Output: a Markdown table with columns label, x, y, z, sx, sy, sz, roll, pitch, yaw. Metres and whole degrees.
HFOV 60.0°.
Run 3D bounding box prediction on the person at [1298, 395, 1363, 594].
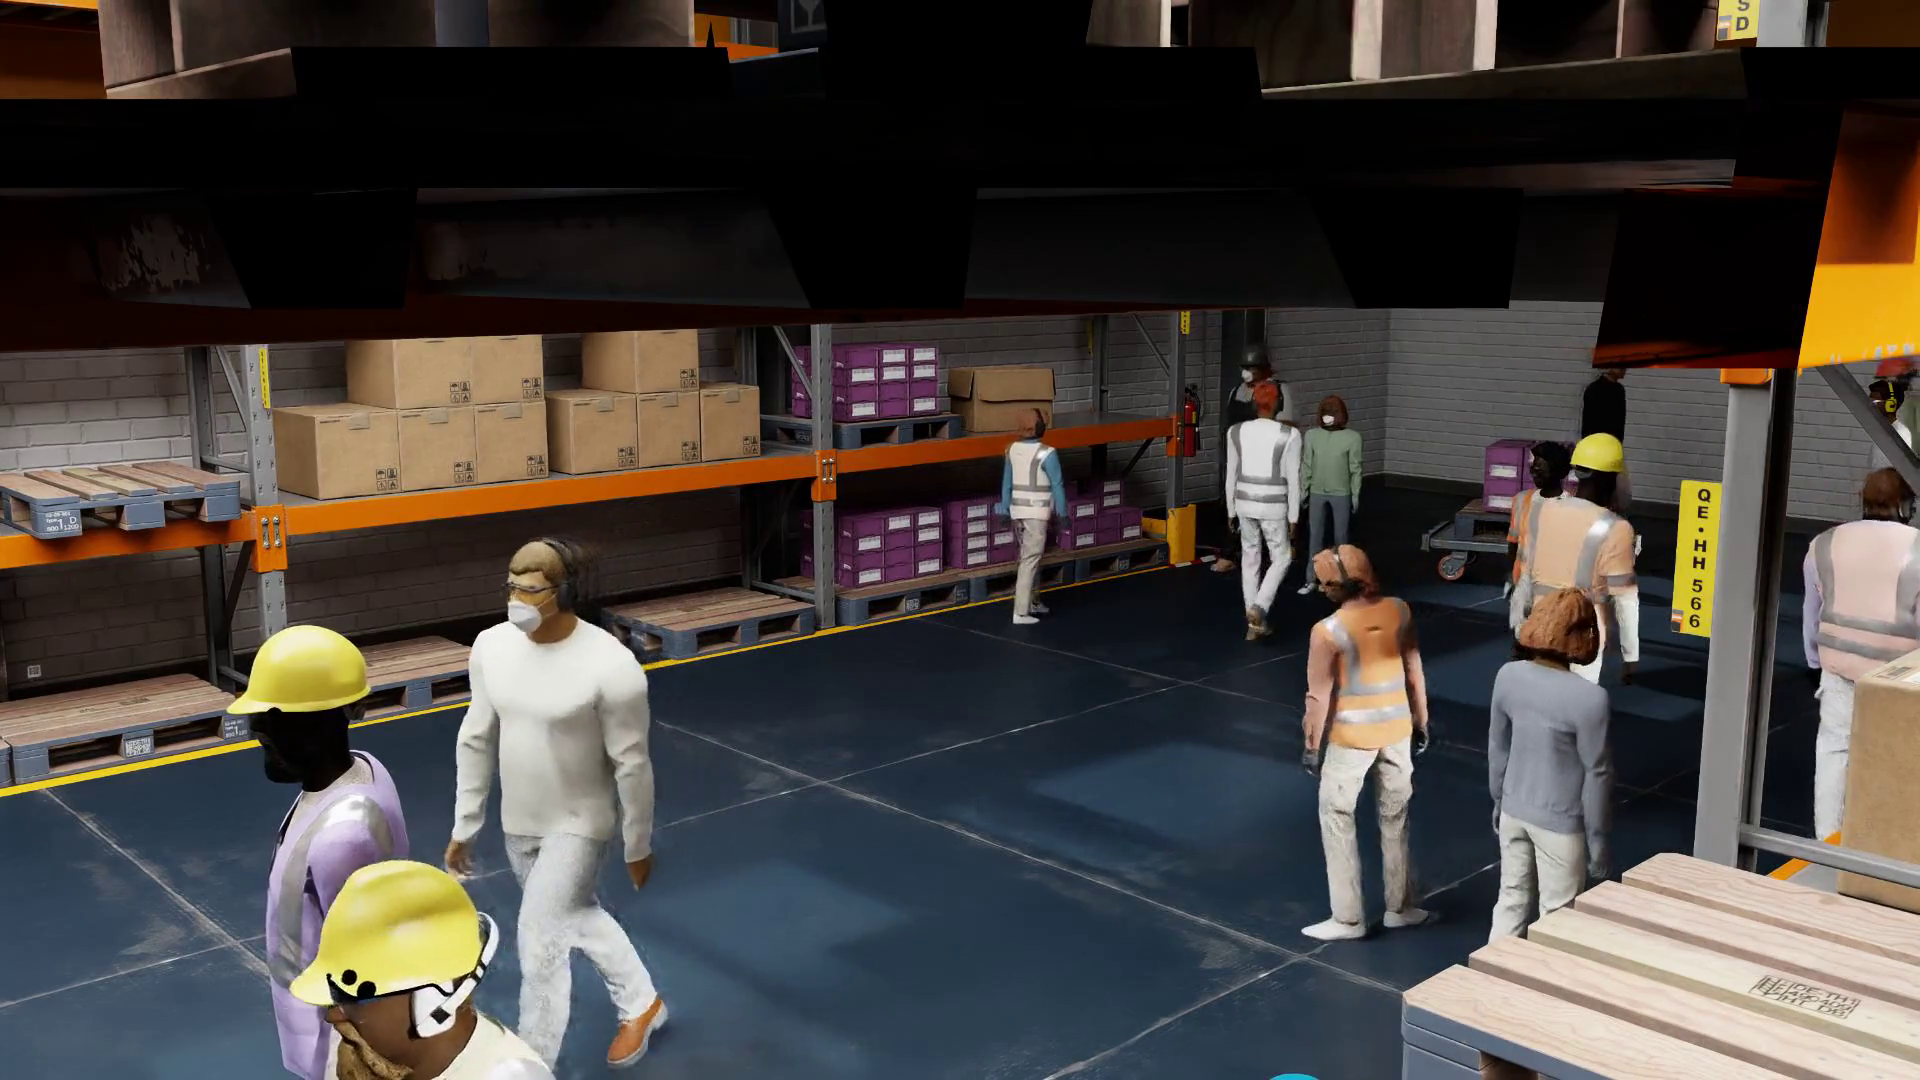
| label | x | y | z | sx | sy | sz | roll | pitch | yaw |
| --- | --- | --- | --- | --- | --- | --- | --- | --- | --- |
| person | 2.978 | -0.352 | 13.393 | 0.507 | 1.631 | 0.265 | 6 | 11 | 31 |

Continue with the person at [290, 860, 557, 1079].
| label | x | y | z | sx | sy | sz | roll | pitch | yaw |
| --- | --- | --- | --- | --- | --- | --- | --- | --- | --- |
| person | -0.772 | 1.370 | 2.821 | 0.741 | 1.810 | 0.604 | -10 | 14 | -44 |

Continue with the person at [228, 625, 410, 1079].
| label | x | y | z | sx | sy | sz | roll | pitch | yaw |
| --- | --- | --- | --- | --- | --- | --- | --- | --- | --- |
| person | -1.420 | 1.138 | 3.807 | 0.363 | 1.928 | 0.587 | -4 | 10 | -22 |

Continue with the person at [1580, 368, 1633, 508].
| label | x | y | z | sx | sy | sz | roll | pitch | yaw |
| --- | --- | --- | --- | --- | --- | --- | --- | --- | --- |
| person | 5.765 | -0.771 | 14.837 | 0.603 | 1.977 | 0.428 | -7 | 12 | -37 |

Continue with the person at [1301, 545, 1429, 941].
| label | x | y | z | sx | sy | sz | roll | pitch | yaw |
| --- | --- | --- | --- | --- | --- | --- | --- | --- | --- |
| person | 1.665 | 0.804 | 6.698 | 0.635 | 1.609 | 0.328 | -5 | 11 | -25 |

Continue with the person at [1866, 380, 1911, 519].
| label | x | y | z | sx | sy | sz | roll | pitch | yaw |
| --- | --- | --- | --- | --- | --- | --- | --- | --- | --- |
| person | 6.628 | -0.218 | 11.958 | 0.323 | 1.862 | 0.510 | 3 | 10 | 17 |

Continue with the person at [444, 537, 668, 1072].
| label | x | y | z | sx | sy | sz | roll | pitch | yaw |
| --- | --- | --- | --- | --- | --- | --- | --- | --- | --- |
| person | -1.252 | 0.907 | 5.315 | 0.635 | 1.900 | 1.012 | 6 | 11 | 30 |

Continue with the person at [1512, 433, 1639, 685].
| label | x | y | z | sx | sy | sz | roll | pitch | yaw |
| --- | --- | --- | --- | --- | --- | --- | --- | --- | --- |
| person | 2.956 | 0.442 | 7.919 | 0.490 | 1.909 | 0.631 | -5 | 11 | -28 |

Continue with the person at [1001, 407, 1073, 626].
| label | x | y | z | sx | sy | sz | roll | pitch | yaw |
| --- | --- | --- | --- | --- | --- | --- | --- | --- | --- |
| person | 0.603 | -0.174 | 12.407 | 0.642 | 1.618 | 0.521 | -7 | 12 | -37 |

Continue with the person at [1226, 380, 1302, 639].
| label | x | y | z | sx | sy | sz | roll | pitch | yaw |
| --- | --- | --- | --- | --- | --- | --- | --- | --- | --- |
| person | 2.117 | -0.191 | 11.754 | 0.579 | 1.872 | 0.518 | 6 | 11 | 32 |

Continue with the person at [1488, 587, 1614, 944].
| label | x | y | z | sx | sy | sz | roll | pitch | yaw |
| --- | --- | --- | --- | --- | --- | --- | --- | --- | --- |
| person | 2.004 | 0.967 | 5.669 | 0.280 | 1.633 | 0.504 | -5 | 11 | -25 |

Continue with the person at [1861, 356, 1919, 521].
| label | x | y | z | sx | sy | sz | roll | pitch | yaw |
| --- | --- | --- | --- | --- | --- | --- | --- | --- | --- |
| person | 7.380 | -0.453 | 13.023 | 0.643 | 1.963 | 0.686 | -6 | 11 | -32 |

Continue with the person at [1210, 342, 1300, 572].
| label | x | y | z | sx | sy | sz | roll | pitch | yaw |
| --- | --- | --- | --- | --- | --- | --- | --- | --- | --- |
| person | 2.615 | -0.750 | 14.528 | 0.686 | 2.000 | 0.882 | 10 | 14 | 44 |

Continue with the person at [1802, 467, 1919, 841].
| label | x | y | z | sx | sy | sz | roll | pitch | yaw |
| --- | --- | --- | --- | --- | --- | --- | --- | --- | --- |
| person | 4.151 | 0.569 | 7.467 | 0.883 | 1.808 | 0.659 | -8 | 13 | -39 |

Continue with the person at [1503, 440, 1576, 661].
| label | x | y | z | sx | sy | sz | roll | pitch | yaw |
| --- | --- | --- | --- | --- | --- | --- | --- | --- | --- |
| person | 3.358 | 0.272 | 9.543 | 0.317 | 1.698 | 0.540 | -8 | 12 | -38 |
